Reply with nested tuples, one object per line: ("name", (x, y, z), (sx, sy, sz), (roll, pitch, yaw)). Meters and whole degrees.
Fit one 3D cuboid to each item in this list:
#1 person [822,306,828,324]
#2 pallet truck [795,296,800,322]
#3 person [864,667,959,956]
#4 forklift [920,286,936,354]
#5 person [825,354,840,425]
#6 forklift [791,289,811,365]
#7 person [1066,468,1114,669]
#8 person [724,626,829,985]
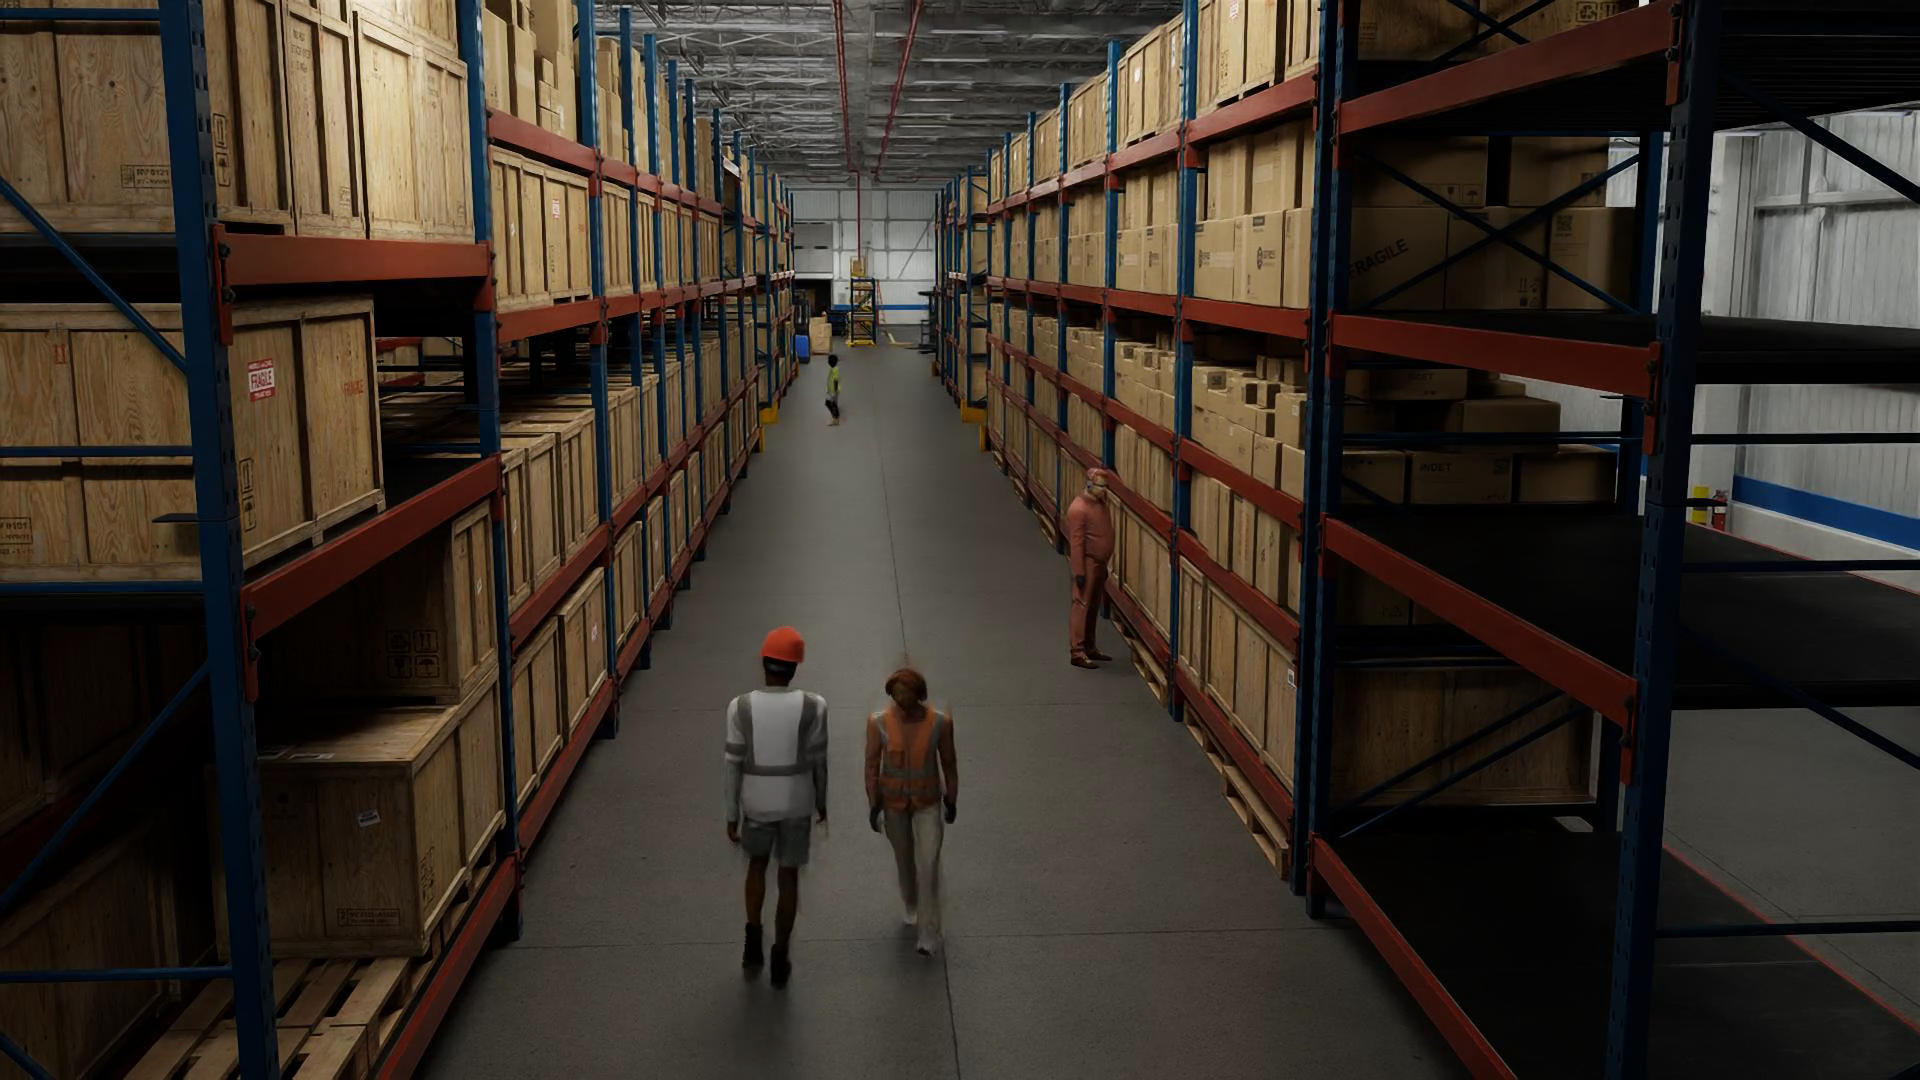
("person", (-6.622, -10.576, 81.197), (0.322, 1.690, 0.533), (-3, 10, -17))
("pallet truck", (-8.622, -12.439, 91.403), (1.885, 1.965, 0.823), (2, 10, 13))
("person", (-0.272, 1.502, 9.345), (0.519, 1.582, 0.913), (0, 10, 2))
("forklift", (-0.609, -9.092, 68.776), (1.129, 2.768, 1.873), (9, 13, 42))
("person", (-3.003, -3.511, 39.023), (0.439, 1.683, 0.540), (-1, 10, -5))
("forklift", (-6.189, -7.979, 62.129), (1.129, 2.768, 1.873), (-1, 10, -3))
("person", (1.263, 0.257, 15.856), (0.402, 1.902, 0.639), (5, 11, 28))
("person", (-0.977, 1.411, 8.956), (0.555, 1.902, 0.592), (0, 10, -2))
